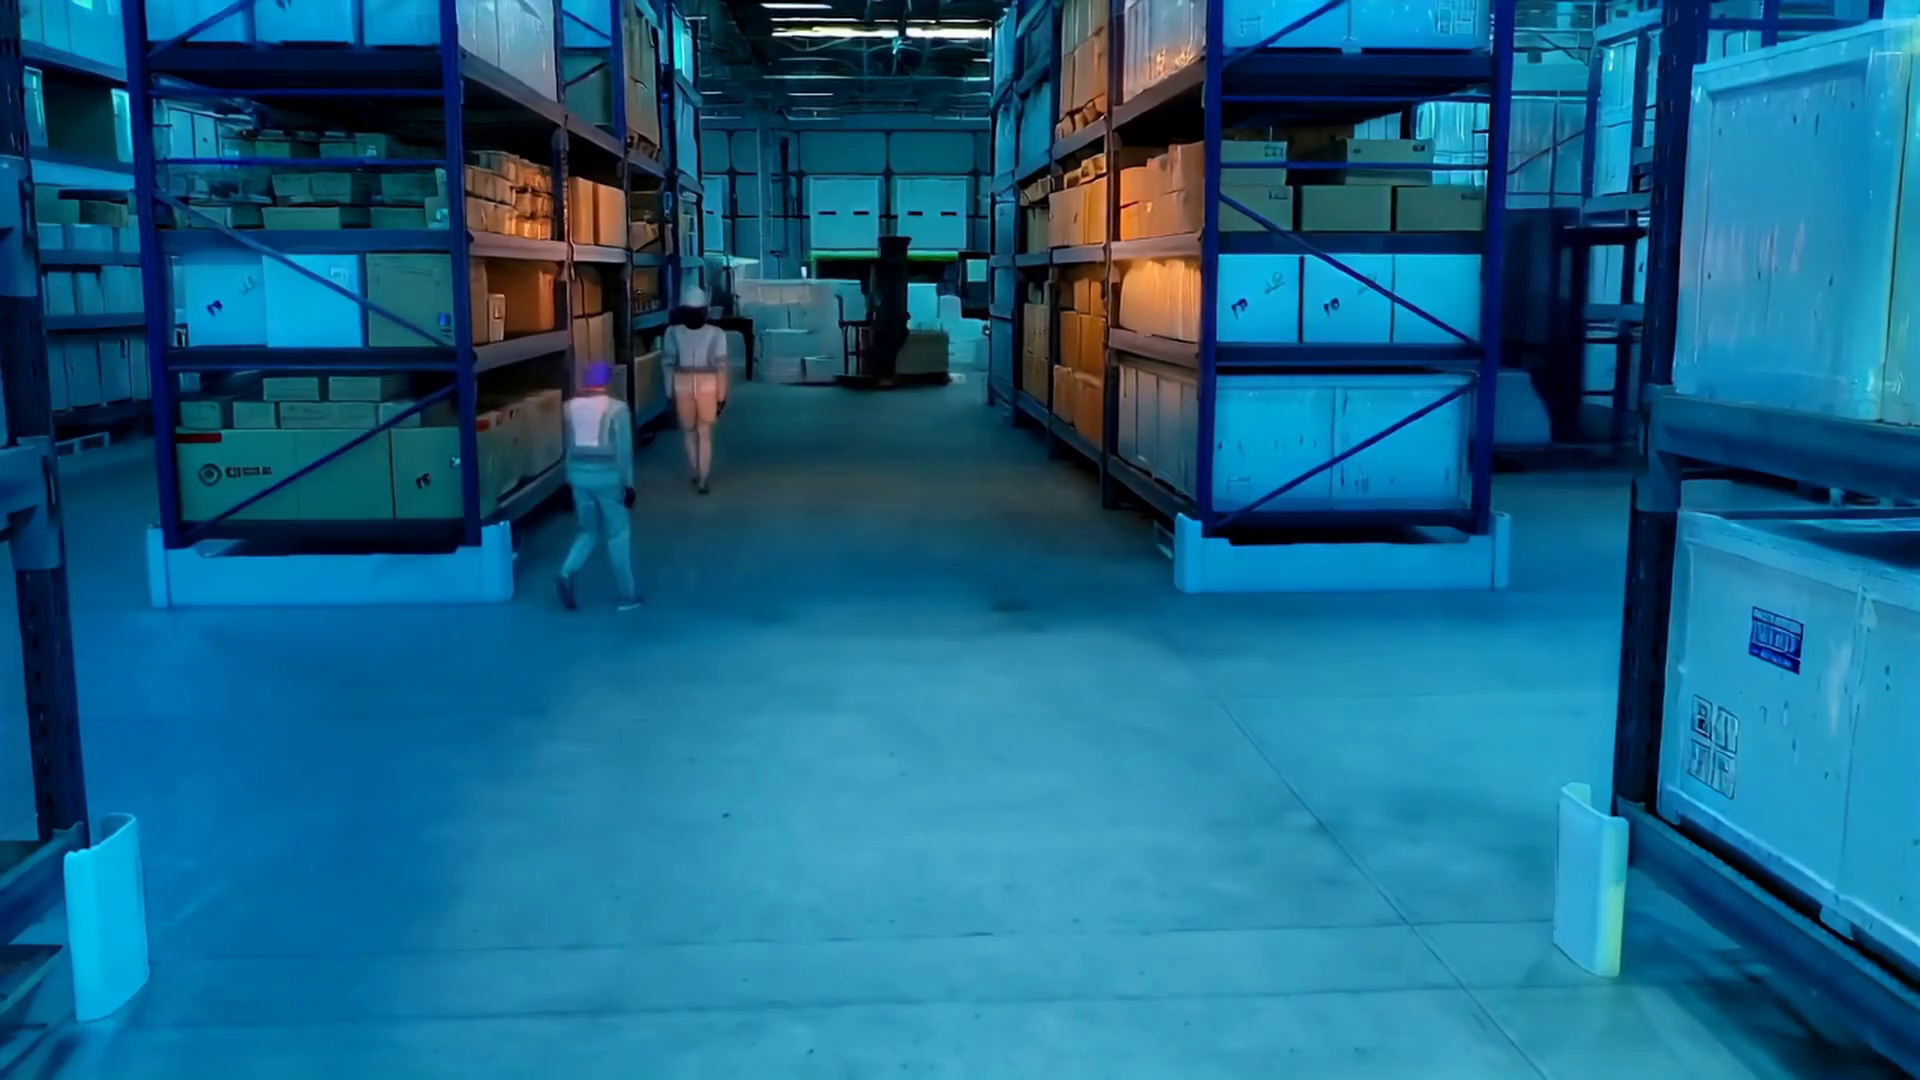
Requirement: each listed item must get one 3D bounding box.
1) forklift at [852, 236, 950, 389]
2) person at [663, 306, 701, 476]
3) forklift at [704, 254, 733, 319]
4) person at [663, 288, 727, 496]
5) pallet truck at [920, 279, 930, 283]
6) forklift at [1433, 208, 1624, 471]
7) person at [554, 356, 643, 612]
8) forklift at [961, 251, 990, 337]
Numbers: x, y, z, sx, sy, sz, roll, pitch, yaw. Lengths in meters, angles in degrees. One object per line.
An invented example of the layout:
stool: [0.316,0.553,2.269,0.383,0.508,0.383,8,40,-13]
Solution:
forklift: [-1.214,-4.246,30.991,1.873,2.768,1.129,-3,9,-17]
person: [-2.910,-1.565,17.577,0.429,1.801,0.750,-1,9,-5]
forklift: [-8.207,-8.253,56.154,1.129,2.768,1.873,1,9,9]
person: [-2.581,-1.468,16.305,0.603,2.007,1.026,0,9,-3]
pallet truck: [-0.932,-8.922,63.114,1.885,1.965,0.823,2,9,13]
forklift: [6.153,-2.197,18.124,1.873,2.768,1.129,-1,9,-4]
person: [-2.302,-0.337,10.398,0.558,1.616,0.580,4,10,24]
forklift: [0.497,-7.082,48.799,1.129,2.768,1.873,-1,9,-4]
